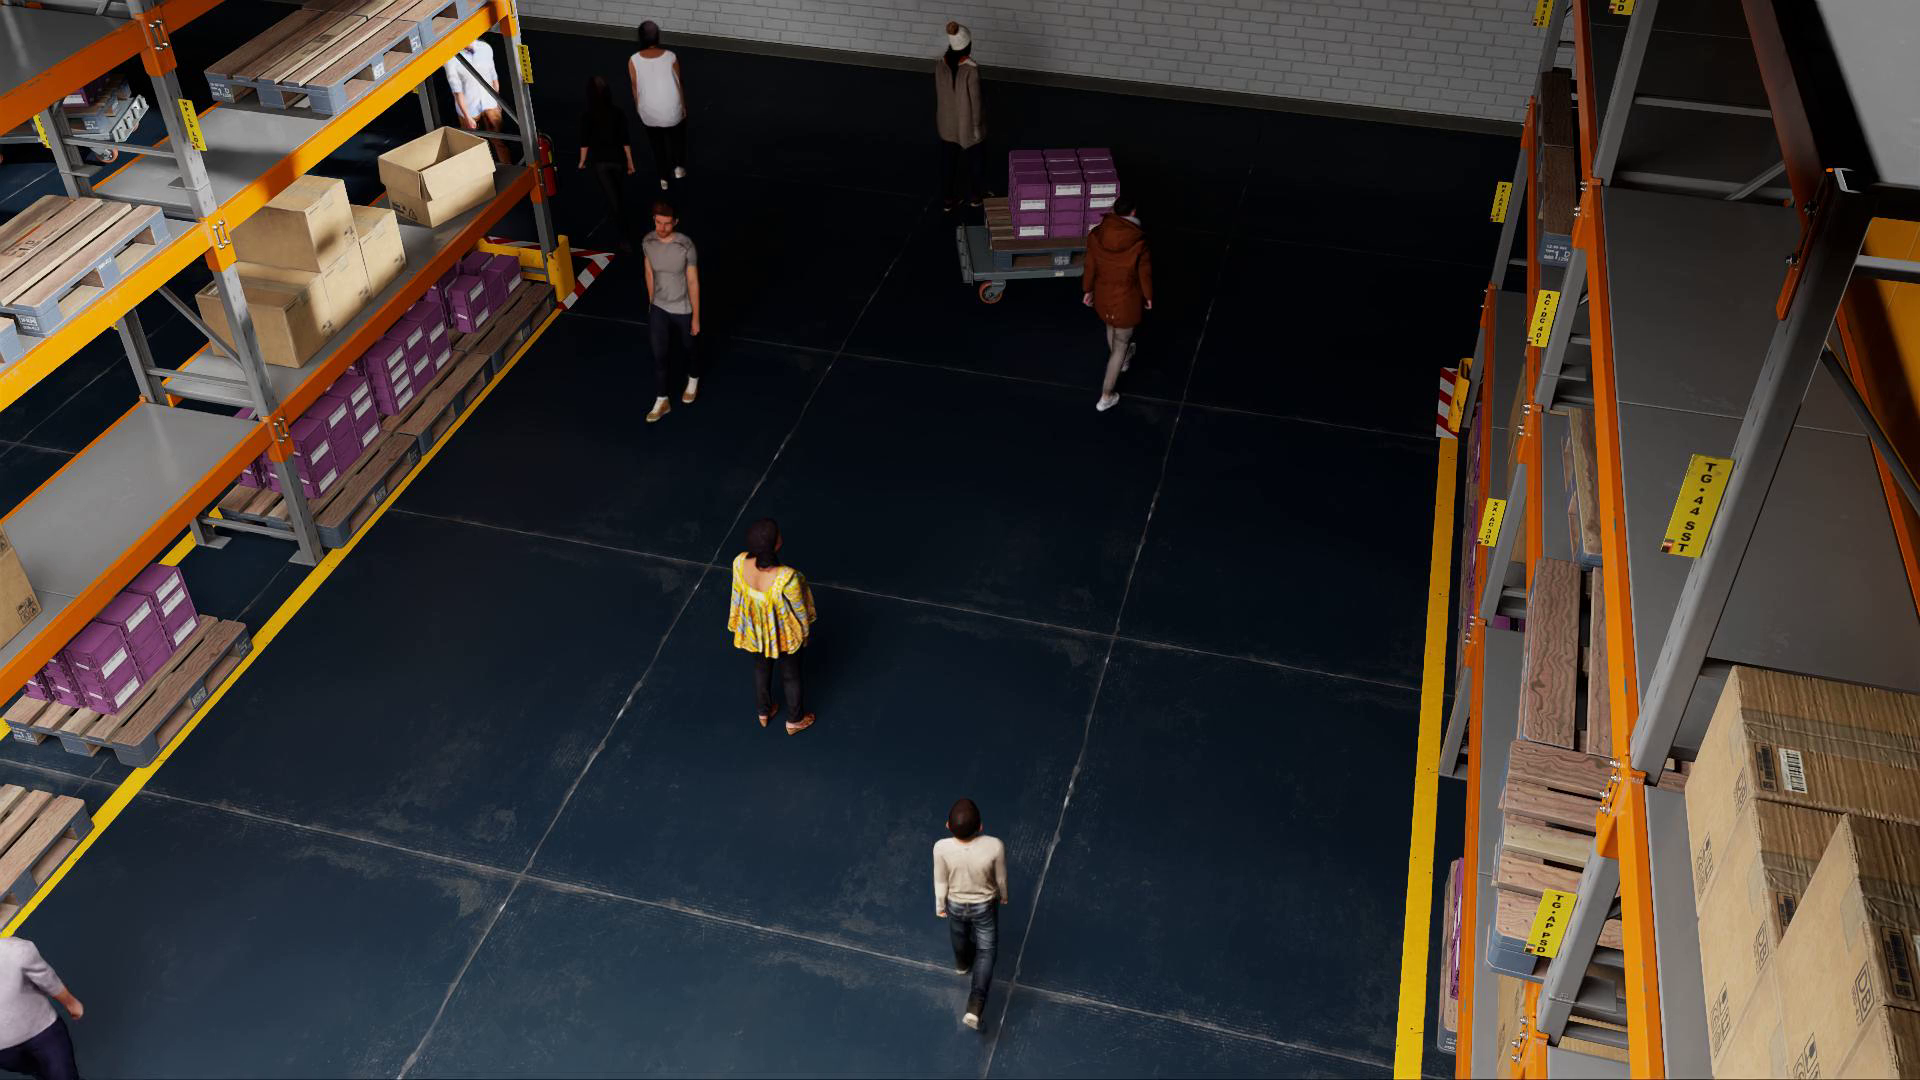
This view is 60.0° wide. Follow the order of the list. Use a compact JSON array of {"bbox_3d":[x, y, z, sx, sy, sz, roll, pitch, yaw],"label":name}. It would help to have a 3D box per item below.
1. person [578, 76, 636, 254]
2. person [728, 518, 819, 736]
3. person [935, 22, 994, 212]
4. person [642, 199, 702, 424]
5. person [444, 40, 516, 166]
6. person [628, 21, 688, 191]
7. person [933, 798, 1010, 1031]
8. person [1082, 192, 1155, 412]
[{"bbox_3d":[-3.201,-3.434,15.387,1.041,1.605,1.088,-24,44,-27],"label":"person"},{"bbox_3d":[-1.161,0.551,10.357,0.770,1.655,0.806,17,42,20],"label":"person"},{"bbox_3d":[-0.055,-4.003,15.878,0.854,1.882,0.888,25,45,27],"label":"person"},{"bbox_3d":[-2.234,-1.911,13.272,0.656,1.865,0.909,9,39,11],"label":"person"},{"bbox_3d":[-4.775,-4.275,16.299,1.164,1.782,1.176,-25,45,-28],"label":"person"},{"bbox_3d":[-2.947,-4.238,16.337,0.765,1.676,0.758,-1,39,-2],"label":"person"},{"bbox_3d":[0.055,1.963,8.759,0.646,1.444,0.960,3,39,4],"label":"person"},{"bbox_3d":[1.225,-1.861,13.271,0.944,1.788,1.206,22,44,25],"label":"person"}]
